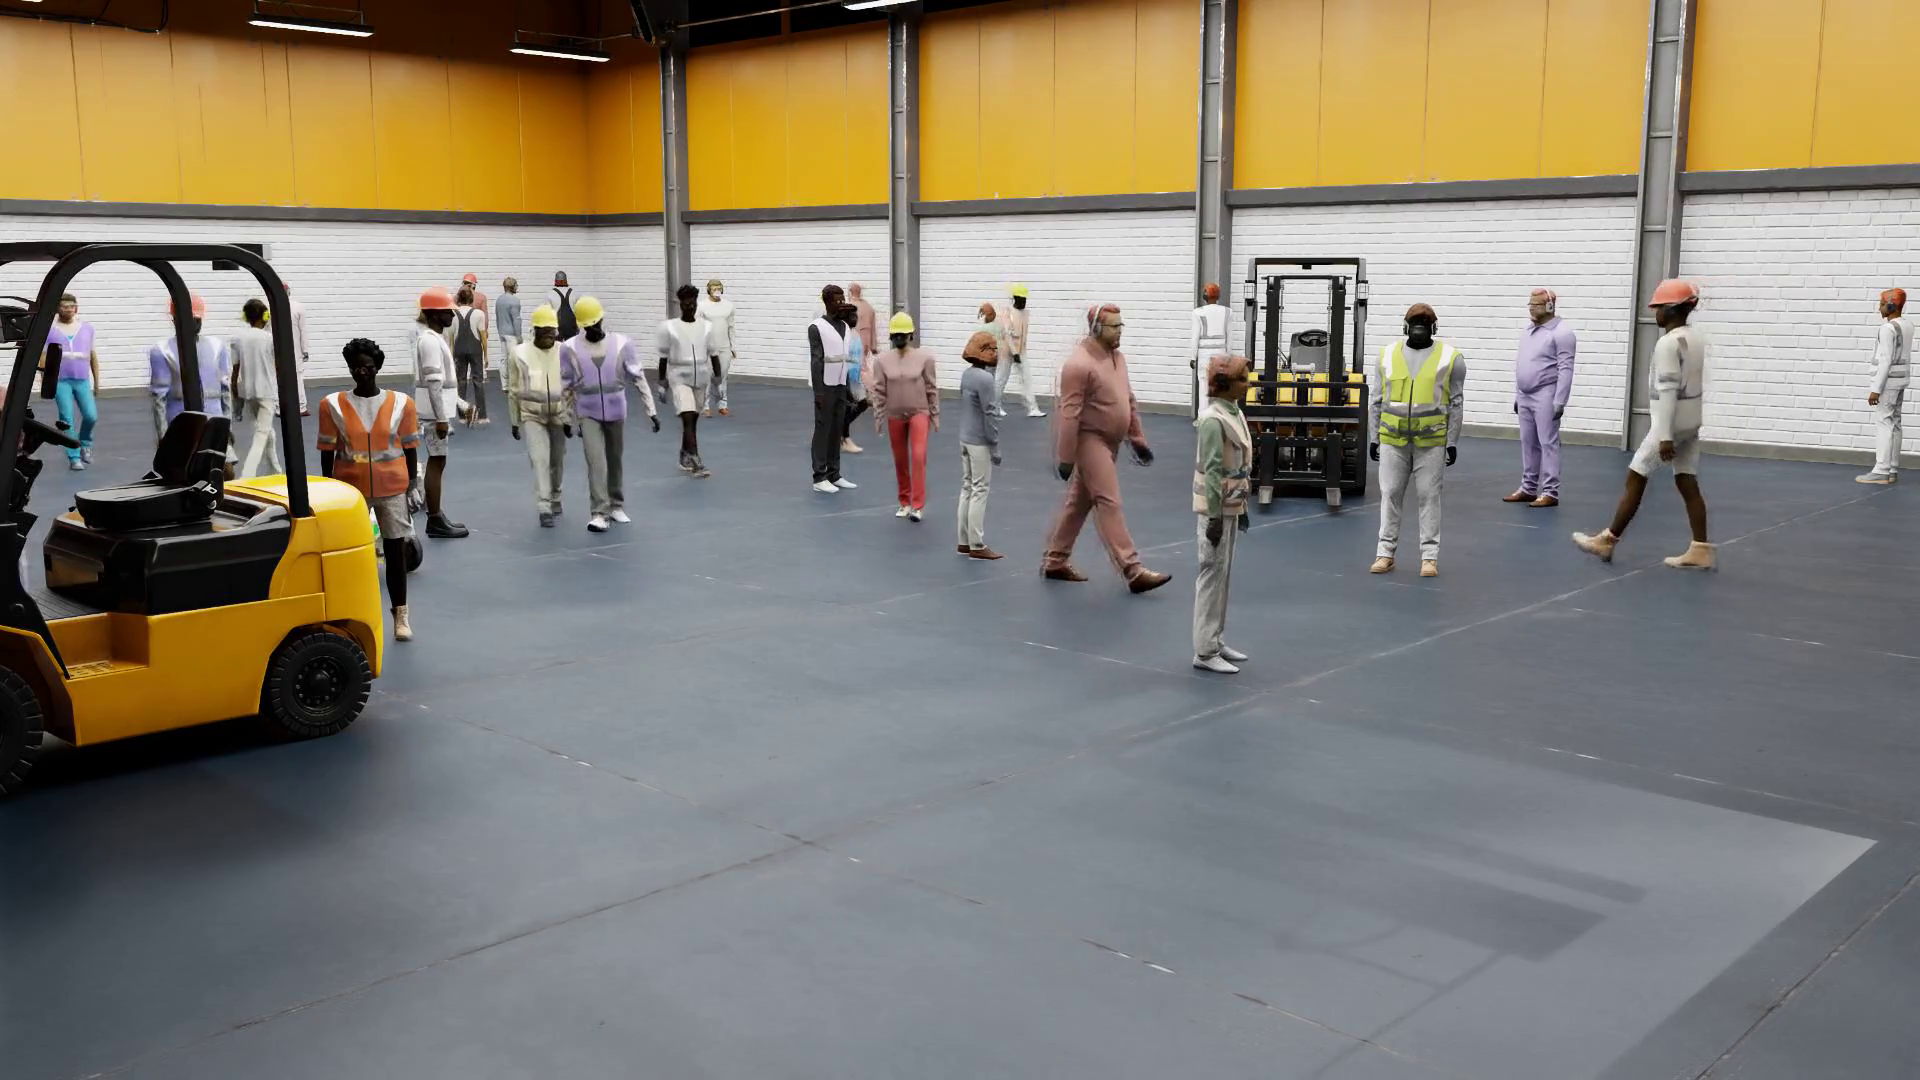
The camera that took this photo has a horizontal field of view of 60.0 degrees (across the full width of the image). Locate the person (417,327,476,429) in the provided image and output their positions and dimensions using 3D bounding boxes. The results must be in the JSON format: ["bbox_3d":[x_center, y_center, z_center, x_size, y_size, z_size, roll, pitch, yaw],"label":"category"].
[{"bbox_3d":[-6.657,-2.324,21.410,0.785,1.832,0.549,1,9,5],"label":"person"}]

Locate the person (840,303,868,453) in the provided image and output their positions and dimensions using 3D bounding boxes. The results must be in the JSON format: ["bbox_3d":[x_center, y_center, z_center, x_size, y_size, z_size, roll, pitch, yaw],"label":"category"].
[{"bbox_3d":[-1.257,-1.812,18.692,0.380,1.685,0.560,4,10,22],"label":"person"}]

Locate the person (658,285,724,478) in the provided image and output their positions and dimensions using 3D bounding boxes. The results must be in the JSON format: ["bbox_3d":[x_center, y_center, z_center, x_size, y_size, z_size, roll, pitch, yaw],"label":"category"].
[{"bbox_3d":[-2.719,-1.611,16.784,0.620,1.916,0.997,-5,11,-30],"label":"person"}]

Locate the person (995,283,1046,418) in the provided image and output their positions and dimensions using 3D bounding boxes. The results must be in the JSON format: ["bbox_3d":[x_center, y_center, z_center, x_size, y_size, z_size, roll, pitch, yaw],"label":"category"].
[{"bbox_3d":[0.774,-2.646,23.269,0.578,1.873,0.967,-8,12,-40],"label":"person"}]

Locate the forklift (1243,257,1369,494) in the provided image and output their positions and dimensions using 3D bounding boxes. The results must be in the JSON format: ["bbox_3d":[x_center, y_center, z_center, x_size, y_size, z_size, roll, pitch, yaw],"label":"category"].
[{"bbox_3d":[3.309,-1.629,16.029,1.214,2.155,2.313,2,9,11],"label":"forklift"}]

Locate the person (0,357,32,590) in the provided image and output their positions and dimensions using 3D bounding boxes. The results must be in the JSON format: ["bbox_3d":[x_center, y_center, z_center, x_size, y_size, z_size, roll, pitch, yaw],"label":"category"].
[{"bbox_3d":[-5.647,-0.348,9.611,0.526,1.725,0.893,-8,12,-39],"label":"person"}]

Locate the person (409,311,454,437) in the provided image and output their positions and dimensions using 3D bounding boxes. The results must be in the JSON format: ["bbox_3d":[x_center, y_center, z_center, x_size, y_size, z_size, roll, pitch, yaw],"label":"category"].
[{"bbox_3d":[-6.536,-2.111,20.521,0.476,1.687,0.886,-6,11,-31],"label":"person"}]

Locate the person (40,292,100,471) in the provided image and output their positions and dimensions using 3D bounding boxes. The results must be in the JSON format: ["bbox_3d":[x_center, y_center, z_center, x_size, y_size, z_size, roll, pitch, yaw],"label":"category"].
[{"bbox_3d":[-9.179,-1.633,17.162,0.575,1.827,0.438,-9,13,-43],"label":"person"}]

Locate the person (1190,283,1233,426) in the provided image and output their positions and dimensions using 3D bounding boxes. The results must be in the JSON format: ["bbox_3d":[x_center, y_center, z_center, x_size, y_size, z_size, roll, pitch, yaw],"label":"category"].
[{"bbox_3d":[3.290,-2.417,21.816,0.576,1.884,0.354,-2,10,-15],"label":"person"}]

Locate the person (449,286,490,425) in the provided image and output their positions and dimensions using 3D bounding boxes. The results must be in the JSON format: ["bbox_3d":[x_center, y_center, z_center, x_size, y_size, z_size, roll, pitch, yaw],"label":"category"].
[{"bbox_3d":[-6.512,-2.435,22.041,0.507,1.847,0.343,-1,9,-5],"label":"person"}]

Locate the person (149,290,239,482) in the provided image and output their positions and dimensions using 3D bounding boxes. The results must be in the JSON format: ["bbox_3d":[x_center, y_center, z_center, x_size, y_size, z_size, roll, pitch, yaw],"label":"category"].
[{"bbox_3d":[-5.450,-0.816,11.883,0.471,1.916,0.583,9,13,42],"label":"person"}]

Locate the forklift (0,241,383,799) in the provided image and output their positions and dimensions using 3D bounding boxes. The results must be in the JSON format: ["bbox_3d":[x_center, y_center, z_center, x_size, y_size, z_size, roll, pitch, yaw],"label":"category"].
[{"bbox_3d":[-3.706,-0.171,7.093,1.214,2.155,2.313,9,13,43],"label":"forklift"}]

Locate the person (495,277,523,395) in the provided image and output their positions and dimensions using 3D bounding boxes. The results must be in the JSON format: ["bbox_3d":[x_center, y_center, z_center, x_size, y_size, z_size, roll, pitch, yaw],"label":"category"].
[{"bbox_3d":[-7.358,-3.329,27.233,0.379,1.940,0.629,-9,13,-43],"label":"person"}]

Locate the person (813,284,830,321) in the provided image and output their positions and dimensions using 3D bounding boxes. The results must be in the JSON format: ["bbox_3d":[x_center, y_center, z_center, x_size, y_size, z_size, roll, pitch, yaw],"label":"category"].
[{"bbox_3d":[-1.721,-2.467,22.175,0.530,1.864,0.313,0,9,-2],"label":"person"}]

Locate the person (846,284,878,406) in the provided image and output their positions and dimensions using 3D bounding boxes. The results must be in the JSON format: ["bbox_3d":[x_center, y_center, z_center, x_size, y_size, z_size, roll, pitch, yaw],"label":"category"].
[{"bbox_3d":[-1.543,-2.958,25.249,1.001,1.856,0.634,7,11,36],"label":"person"}]

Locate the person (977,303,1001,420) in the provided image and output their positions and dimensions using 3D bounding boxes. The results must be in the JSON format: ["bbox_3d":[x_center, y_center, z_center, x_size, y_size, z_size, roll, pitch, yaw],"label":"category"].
[{"bbox_3d":[0.412,-2.413,22.629,0.350,1.617,0.575,2,9,11],"label":"person"}]

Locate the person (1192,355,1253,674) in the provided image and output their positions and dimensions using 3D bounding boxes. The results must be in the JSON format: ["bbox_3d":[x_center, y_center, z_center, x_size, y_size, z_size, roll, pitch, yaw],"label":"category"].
[{"bbox_3d":[1.358,-0.139,8.615,0.317,1.632,0.522,3,10,20],"label":"person"}]

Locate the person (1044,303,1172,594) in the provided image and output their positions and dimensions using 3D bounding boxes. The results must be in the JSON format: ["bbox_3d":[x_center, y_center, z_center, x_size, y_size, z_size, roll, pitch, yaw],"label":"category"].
[{"bbox_3d":[0.943,-0.595,10.748,1.011,1.852,0.661,5,11,29],"label":"person"}]

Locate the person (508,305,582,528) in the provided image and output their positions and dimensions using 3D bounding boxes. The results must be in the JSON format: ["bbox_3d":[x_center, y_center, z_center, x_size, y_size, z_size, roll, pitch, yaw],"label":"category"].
[{"bbox_3d":[-3.386,-1.031,13.659,0.602,1.783,0.946,-4,10,-21],"label":"person"}]

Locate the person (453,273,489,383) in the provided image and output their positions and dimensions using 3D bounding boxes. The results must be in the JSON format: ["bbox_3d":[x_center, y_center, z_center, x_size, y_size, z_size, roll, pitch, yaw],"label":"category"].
[{"bbox_3d":[-8.840,-3.823,30.100,0.612,1.991,0.392,-1,9,-8],"label":"person"}]

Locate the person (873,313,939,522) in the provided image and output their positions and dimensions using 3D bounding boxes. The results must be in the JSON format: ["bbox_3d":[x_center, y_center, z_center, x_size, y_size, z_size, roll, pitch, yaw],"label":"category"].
[{"bbox_3d":[-0.458,-0.991,13.596,0.533,1.711,0.884,1,9,9],"label":"person"}]

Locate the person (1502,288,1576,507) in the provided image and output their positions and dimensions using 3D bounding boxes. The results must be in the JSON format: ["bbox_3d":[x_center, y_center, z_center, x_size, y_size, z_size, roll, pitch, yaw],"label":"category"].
[{"bbox_3d":[5.051,-1.240,14.536,0.403,1.904,0.651,-3,10,-17],"label":"person"}]

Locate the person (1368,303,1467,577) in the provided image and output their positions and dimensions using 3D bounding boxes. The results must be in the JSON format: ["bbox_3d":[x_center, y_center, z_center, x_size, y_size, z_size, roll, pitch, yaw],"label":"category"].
[{"bbox_3d":[3.069,-0.674,11.250,0.626,1.847,0.429,4,10,24],"label":"person"}]

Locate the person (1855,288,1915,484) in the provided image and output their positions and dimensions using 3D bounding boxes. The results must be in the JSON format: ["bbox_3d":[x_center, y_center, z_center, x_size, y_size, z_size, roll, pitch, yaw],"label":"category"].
[{"bbox_3d":[8.960,-1.480,16.066,0.575,1.884,0.355,-8,12,-42],"label":"person"}]

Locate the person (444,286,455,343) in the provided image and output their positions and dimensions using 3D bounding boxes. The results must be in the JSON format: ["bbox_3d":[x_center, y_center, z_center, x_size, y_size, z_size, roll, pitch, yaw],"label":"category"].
[{"bbox_3d":[-7.705,-2.890,24.908,0.513,1.814,0.625,3,10,18],"label":"person"}]

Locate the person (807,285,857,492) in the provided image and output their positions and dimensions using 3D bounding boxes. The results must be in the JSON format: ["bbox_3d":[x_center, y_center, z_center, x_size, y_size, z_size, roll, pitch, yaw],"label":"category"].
[{"bbox_3d":[-1.208,-1.415,15.558,0.391,1.920,0.587,5,11,28],"label":"person"}]

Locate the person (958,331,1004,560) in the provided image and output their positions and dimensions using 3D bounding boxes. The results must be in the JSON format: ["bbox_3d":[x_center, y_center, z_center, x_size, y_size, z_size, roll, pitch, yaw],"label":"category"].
[{"bbox_3d":[0.139,-0.675,11.907,0.276,1.630,0.507,-3,10,-18],"label":"person"}]

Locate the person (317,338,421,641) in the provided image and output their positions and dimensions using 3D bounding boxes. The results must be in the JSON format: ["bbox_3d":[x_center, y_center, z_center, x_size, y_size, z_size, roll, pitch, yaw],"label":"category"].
[{"bbox_3d":[-3.254,-0.266,9.195,0.540,1.695,0.318,-3,10,-19],"label":"person"}]

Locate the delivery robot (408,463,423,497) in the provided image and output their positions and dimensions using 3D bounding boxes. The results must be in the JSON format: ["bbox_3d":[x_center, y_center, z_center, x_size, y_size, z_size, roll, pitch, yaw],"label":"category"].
[{"bbox_3d":[-4.937,-0.568,14.250,0.707,0.478,0.477,7,11,36],"label":"delivery robot"}]

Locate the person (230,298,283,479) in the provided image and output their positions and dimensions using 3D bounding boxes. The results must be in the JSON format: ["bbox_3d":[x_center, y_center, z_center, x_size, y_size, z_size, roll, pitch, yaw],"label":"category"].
[{"bbox_3d":[-6.387,-1.289,15.141,0.493,1.817,1.000,2,9,12],"label":"person"}]

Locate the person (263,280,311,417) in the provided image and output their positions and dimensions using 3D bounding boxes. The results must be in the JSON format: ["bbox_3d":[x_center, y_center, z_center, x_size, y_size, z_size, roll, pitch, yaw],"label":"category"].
[{"bbox_3d":[-9.437,-2.666,23.267,0.643,1.910,0.400,-2,9,-10],"label":"person"}]

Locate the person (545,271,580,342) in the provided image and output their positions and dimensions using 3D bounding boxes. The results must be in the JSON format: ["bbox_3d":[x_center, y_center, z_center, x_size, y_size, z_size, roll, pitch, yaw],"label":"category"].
[{"bbox_3d":[-7.628,-4.136,31.868,0.688,2.000,0.536,-6,11,-30],"label":"person"}]

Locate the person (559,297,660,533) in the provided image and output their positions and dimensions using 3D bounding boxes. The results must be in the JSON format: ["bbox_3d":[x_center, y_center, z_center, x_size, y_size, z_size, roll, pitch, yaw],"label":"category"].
[{"bbox_3d":[-2.795,-1.002,13.251,0.746,1.845,0.953,-3,10,-16],"label":"person"}]

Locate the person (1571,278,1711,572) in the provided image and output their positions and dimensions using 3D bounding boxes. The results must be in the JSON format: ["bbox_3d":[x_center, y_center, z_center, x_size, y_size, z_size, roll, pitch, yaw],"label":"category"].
[{"bbox_3d":[4.804,-0.799,11.545,0.623,1.994,1.003,-8,13,-42],"label":"person"}]

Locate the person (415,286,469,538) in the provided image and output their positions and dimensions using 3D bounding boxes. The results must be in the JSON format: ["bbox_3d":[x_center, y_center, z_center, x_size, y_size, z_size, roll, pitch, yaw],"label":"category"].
[{"bbox_3d":[-4.020,-0.986,12.868,0.370,1.939,0.543,-3,10,-17],"label":"person"}]

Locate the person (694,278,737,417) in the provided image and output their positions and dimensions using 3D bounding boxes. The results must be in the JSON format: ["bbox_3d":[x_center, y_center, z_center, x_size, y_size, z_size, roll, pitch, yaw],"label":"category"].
[{"bbox_3d":[-3.426,-2.686,23.295,0.635,1.937,0.352,-6,11,-32],"label":"person"}]

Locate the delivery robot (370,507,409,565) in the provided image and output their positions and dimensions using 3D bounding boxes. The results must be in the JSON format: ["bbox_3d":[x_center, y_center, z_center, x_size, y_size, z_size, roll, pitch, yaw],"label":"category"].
[{"bbox_3d":[-4.094,-0.081,11.266,0.707,0.478,0.477,4,10,25],"label":"delivery robot"}]
